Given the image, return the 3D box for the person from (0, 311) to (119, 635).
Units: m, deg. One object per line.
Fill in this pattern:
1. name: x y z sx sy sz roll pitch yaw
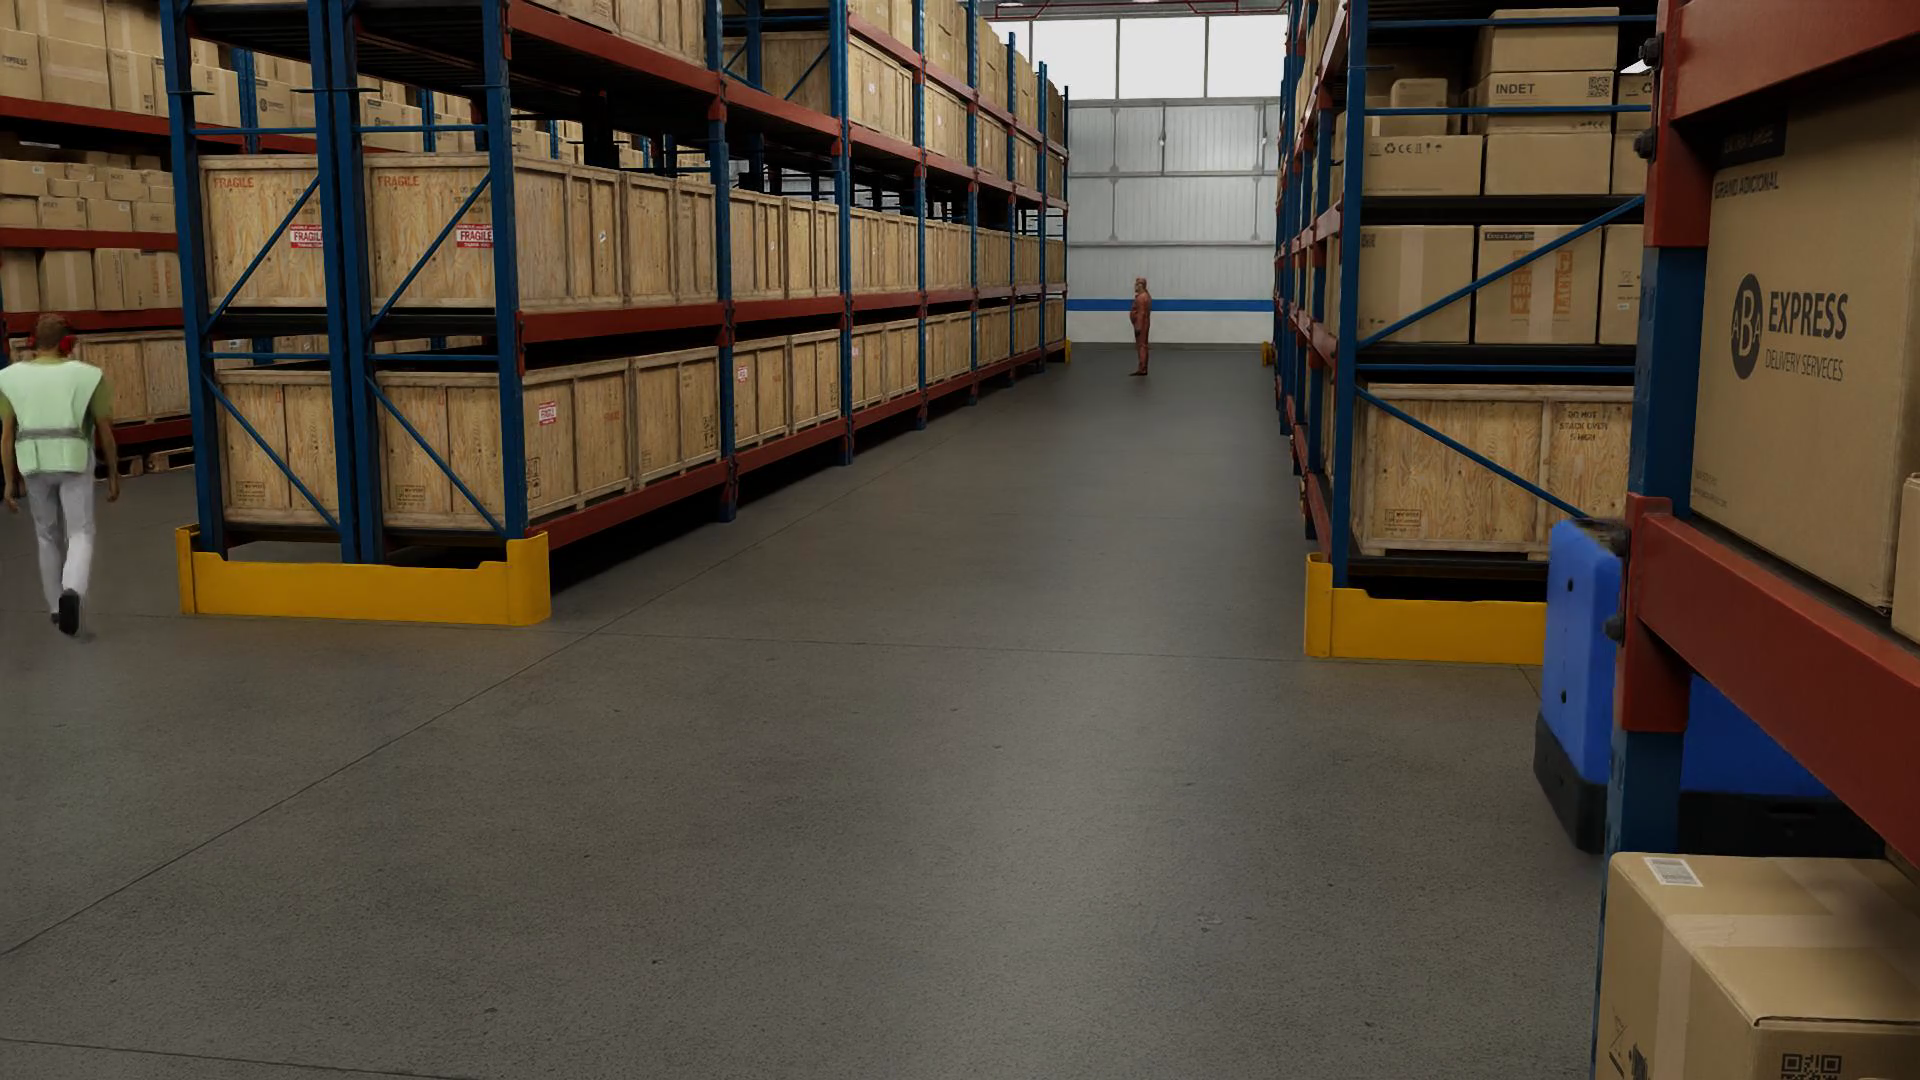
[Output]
1. person: -5.067 -0.375 9.351 0.589 1.812 0.798 -3 10 -20

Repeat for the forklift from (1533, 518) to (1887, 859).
1. forklift: 3.084 -0.325 5.701 1.873 2.768 1.129 2 9 10

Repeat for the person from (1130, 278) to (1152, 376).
1. person: 3.529 -4.173 32.579 0.408 1.913 0.638 3 10 16
